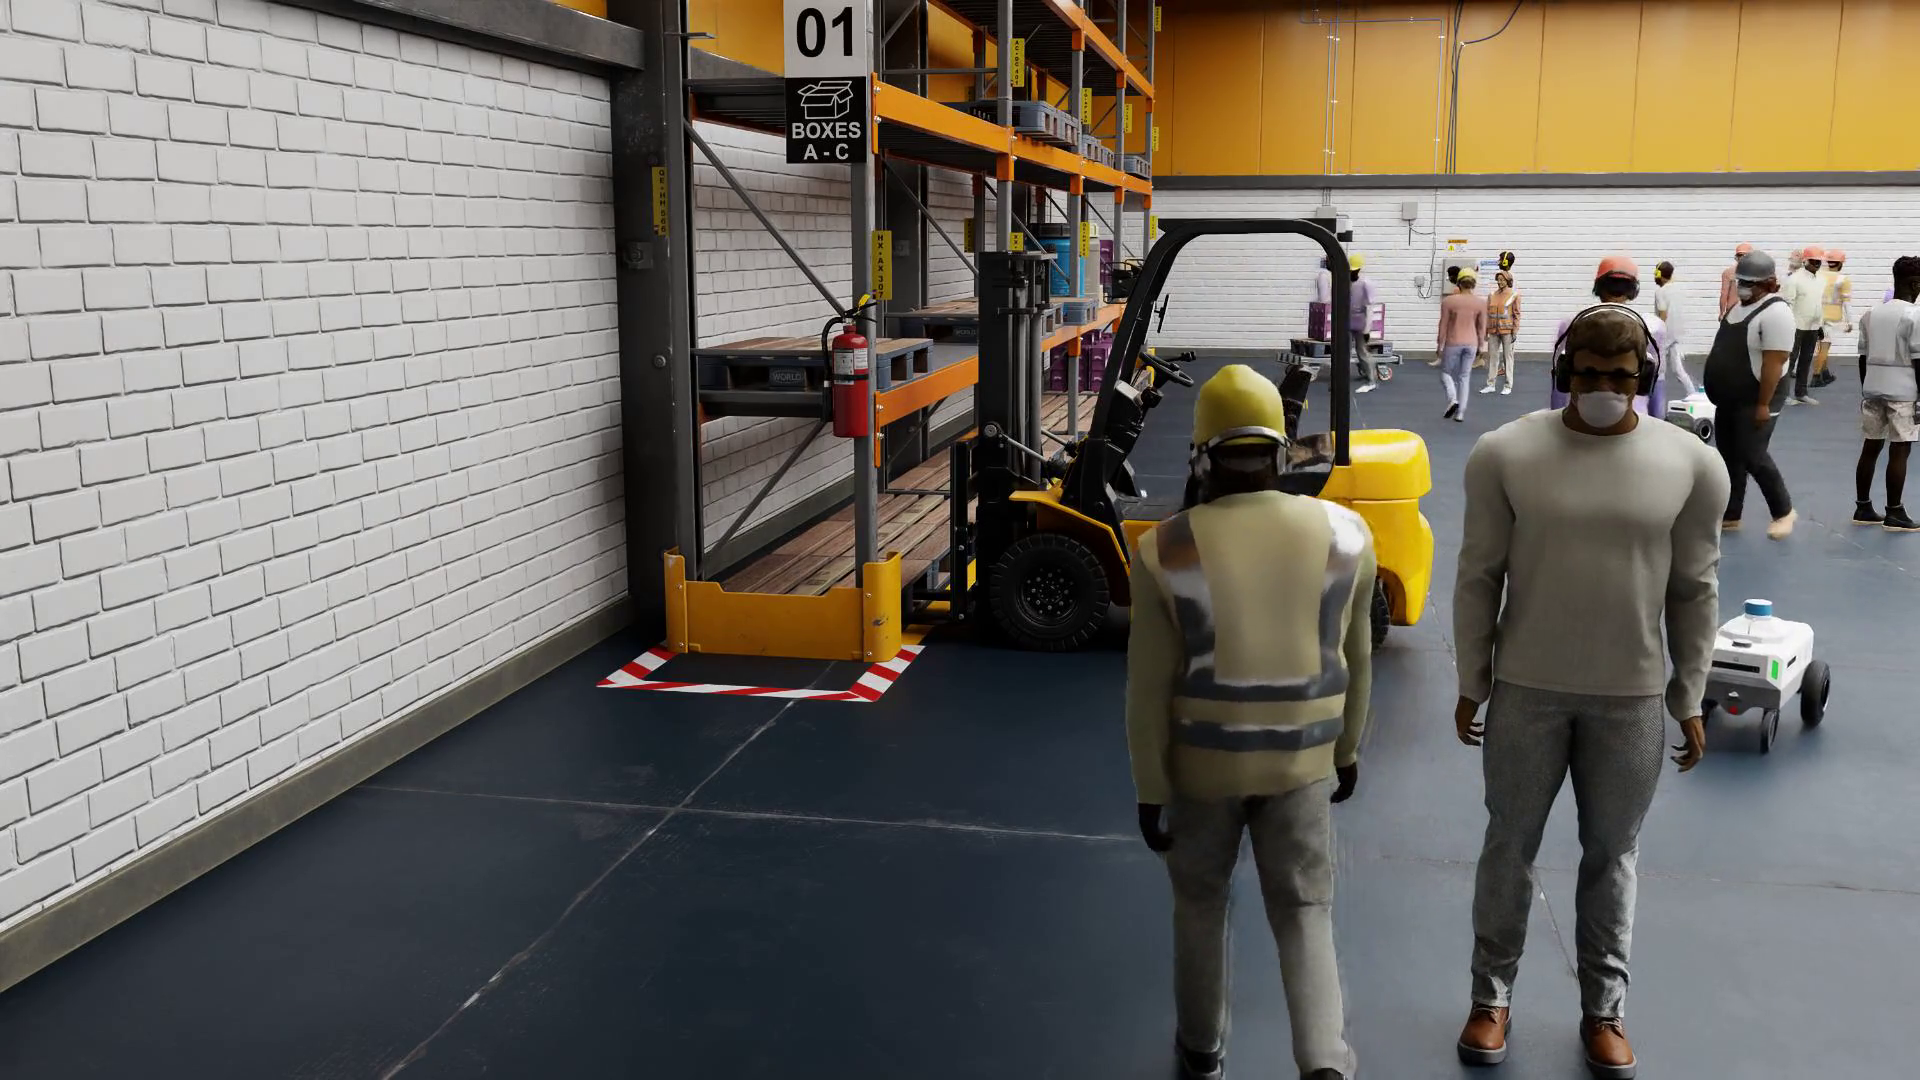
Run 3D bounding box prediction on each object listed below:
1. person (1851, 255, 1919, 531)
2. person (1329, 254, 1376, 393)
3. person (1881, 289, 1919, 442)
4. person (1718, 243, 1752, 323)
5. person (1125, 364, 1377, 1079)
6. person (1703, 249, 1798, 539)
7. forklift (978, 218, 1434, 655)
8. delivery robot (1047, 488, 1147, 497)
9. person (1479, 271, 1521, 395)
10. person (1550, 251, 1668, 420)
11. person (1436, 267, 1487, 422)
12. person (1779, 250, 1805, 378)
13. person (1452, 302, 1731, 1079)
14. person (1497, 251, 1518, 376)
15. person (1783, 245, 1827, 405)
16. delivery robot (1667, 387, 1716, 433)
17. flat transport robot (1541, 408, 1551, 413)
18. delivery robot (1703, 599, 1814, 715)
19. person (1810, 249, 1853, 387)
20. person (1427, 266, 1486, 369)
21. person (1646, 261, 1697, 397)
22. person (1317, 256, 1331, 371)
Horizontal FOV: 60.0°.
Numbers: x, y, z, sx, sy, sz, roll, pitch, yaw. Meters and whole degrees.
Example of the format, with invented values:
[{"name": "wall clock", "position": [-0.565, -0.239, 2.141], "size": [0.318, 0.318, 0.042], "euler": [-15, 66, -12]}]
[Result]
[{"name": "person", "position": [6.685, -1.043, 11.890], "size": [0.368, 1.959, 0.602], "euler": [-3, 11, -15]}, {"name": "person", "position": [5.256, -2.853, 22.093], "size": [0.974, 1.866, 0.593], "euler": [-8, 13, -38]}, {"name": "person", "position": [9.726, -1.933, 17.075], "size": [0.563, 1.847, 0.390], "euler": [5, 12, 27]}, {"name": "person", "position": [11.729, -3.452, 25.006], "size": [0.613, 1.991, 0.392], "euler": [2, 11, 11]}, {"name": "person", "position": [0.677, 0.505, 3.834], "size": [0.602, 1.809, 0.793], "euler": [-1, 10, -4]}, {"name": "person", "position": [5.521, -1.033, 11.611], "size": [0.636, 2.000, 0.714], "euler": [0, 10, -1]}, {"name": "forklift", "position": [1.285, -0.567, 8.635], "size": [2.313, 2.155, 1.214], "euler": [2, 11, 11]}, {"name": "delivery robot", "position": [0.871, -0.216, 10.949], "size": [0.707, 0.478, 0.477], "euler": [1, 10, 5]}, {"name": "person", "position": [7.217, -2.758, 22.164], "size": [0.309, 1.641, 0.514], "euler": [-9, 14, -40]}, {"name": "person", "position": [3.797, -0.679, 9.757], "size": [0.631, 2.007, 0.661], "euler": [2, 11, 12]}, {"name": "person", "position": [5.667, -2.200, 18.813], "size": [0.539, 1.746, 0.430], "euler": [0, 10, 0]}, {"name": "person", "position": [12.376, -3.342, 24.709], "size": [0.420, 1.886, 0.726], "euler": [4, 11, 21]}, {"name": "person", "position": [1.547, 0.380, 4.158], "size": [0.627, 1.934, 0.372], "euler": [3, 11, 16]}, {"name": "person", "position": [8.224, -3.405, 25.112], "size": [0.336, 1.862, 0.521], "euler": [7, 12, 32]}, {"name": "person", "position": [10.525, -2.668, 20.705], "size": [0.622, 1.990, 0.402], "euler": [-4, 11, -20]}, {"name": "delivery robot", "position": [7.606, -1.328, 17.045], "size": [0.707, 0.478, 0.477], "euler": [-5, 11, -26]}, {"name": "flat transport robot", "position": [6.417, -1.246, 17.632], "size": [0.652, 0.197, 1.431], "euler": [7, 12, 34]}, {"name": "delivery robot", "position": [3.368, 0.495, 7.051], "size": [0.477, 0.478, 0.707], "euler": [8, 13, 36]}, {"name": "person", "position": [12.237, -3.101, 23.299], "size": [0.897, 1.900, 0.575], "euler": [-7, 12, -33]}, {"name": "person", "position": [7.954, -3.524, 26.385], "size": [0.905, 1.629, 0.585], "euler": [4, 11, 23]}, {"name": "person", "position": [8.394, -2.390, 19.720], "size": [0.592, 1.802, 1.000], "euler": [-7, 12, -33]}, {"name": "person", "position": [5.793, -3.547, 25.959], "size": [0.435, 1.833, 0.648], "euler": [7, 13, 35]}]
